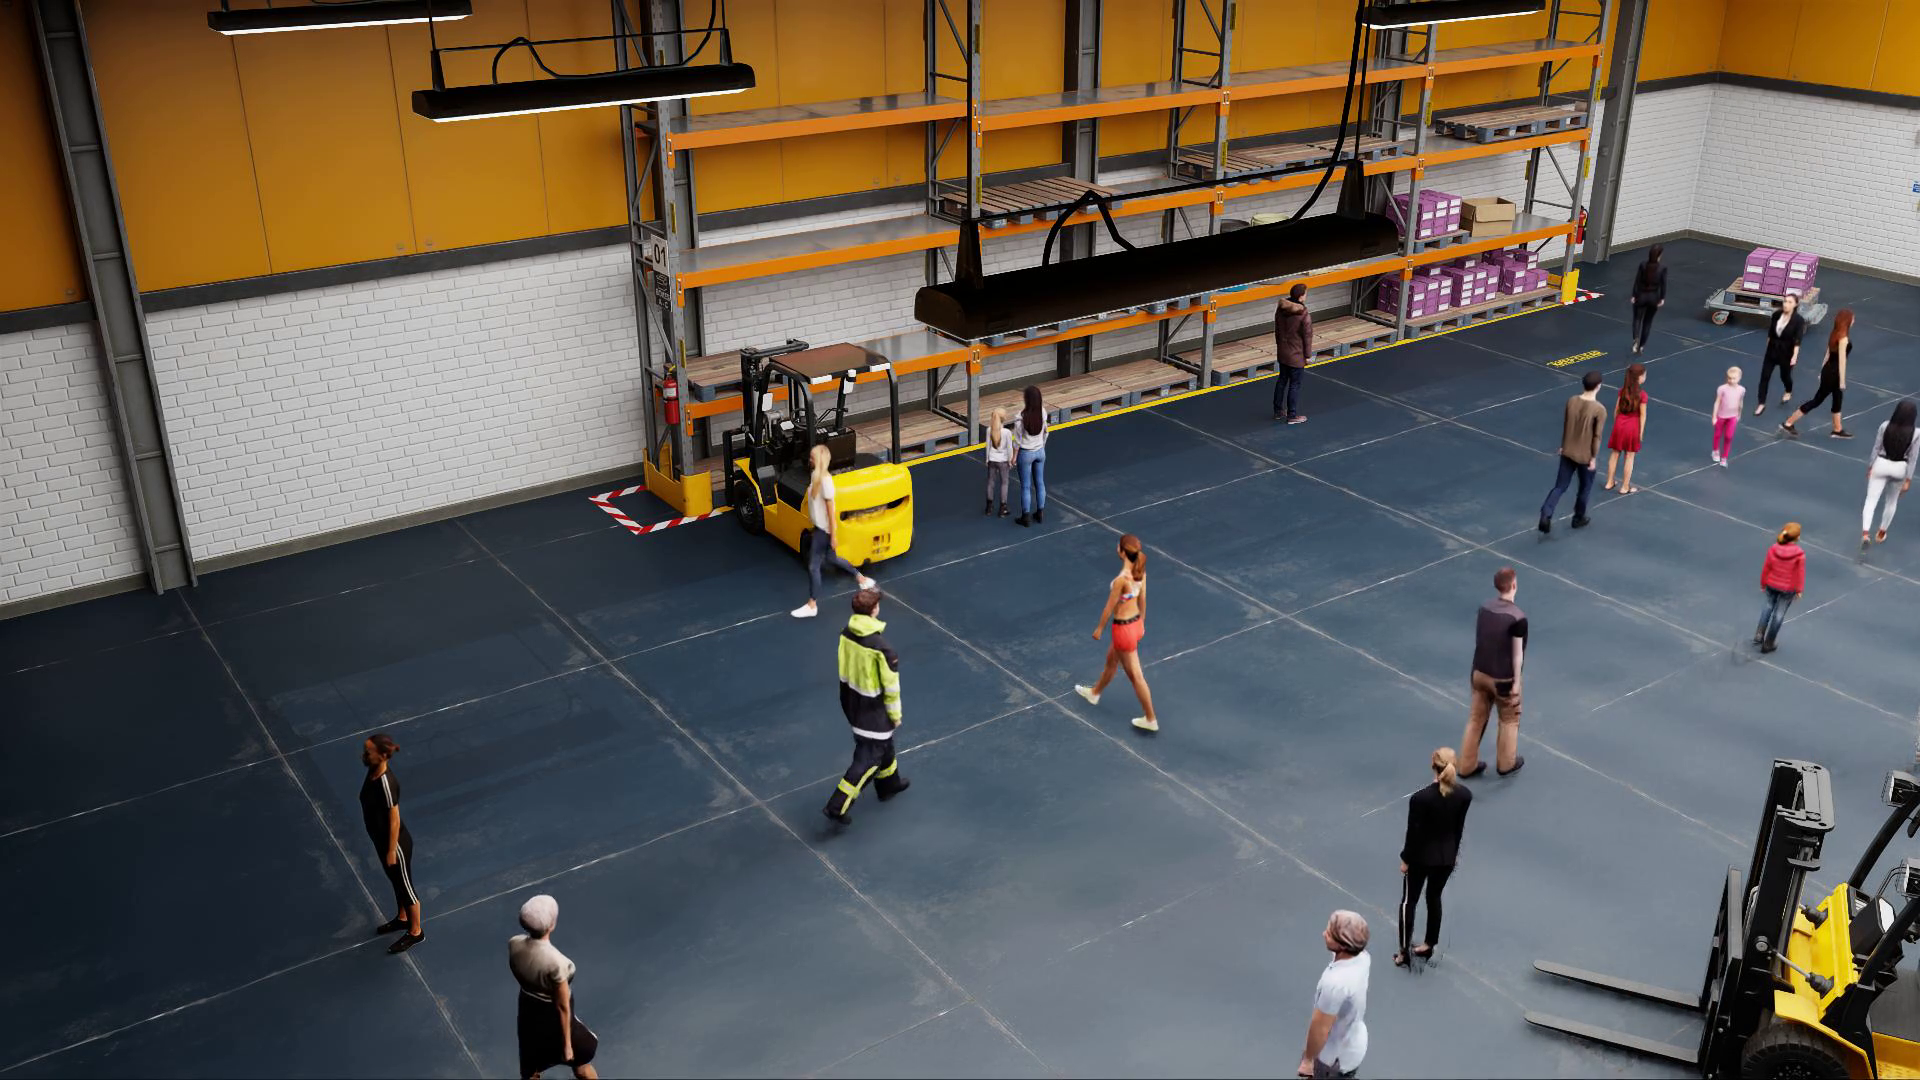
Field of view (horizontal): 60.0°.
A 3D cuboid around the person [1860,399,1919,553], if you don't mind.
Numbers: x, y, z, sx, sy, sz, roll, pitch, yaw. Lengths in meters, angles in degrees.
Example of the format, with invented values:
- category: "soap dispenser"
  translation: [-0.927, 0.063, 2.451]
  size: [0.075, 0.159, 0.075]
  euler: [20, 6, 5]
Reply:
- category: "person"
  translation: [9.971, -0.678, 17.884]
  size: [0.885, 1.699, 1.173]
  euler: [15, 28, 30]

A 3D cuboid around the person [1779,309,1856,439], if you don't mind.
- category: "person"
  translation: [10.935, -2.065, 21.074]
  size: [1.108, 1.685, 1.121]
  euler: [6, 24, 14]

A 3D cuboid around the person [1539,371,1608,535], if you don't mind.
- category: "person"
  translation: [6.741, -0.922, 18.240]
  size: [1.137, 1.859, 0.700]
  euler: [-19, 30, -37]

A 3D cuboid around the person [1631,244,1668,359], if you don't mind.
- category: "person"
  translation: [10.011, -3.468, 24.264]
  size: [0.726, 1.700, 0.779]
  euler: [12, 26, 26]

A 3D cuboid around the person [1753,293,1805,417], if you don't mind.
- category: "person"
  translation: [10.920, -2.460, 22.045]
  size: [1.074, 1.629, 0.667]
  euler: [-19, 30, -37]

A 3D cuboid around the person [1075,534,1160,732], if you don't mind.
- category: "person"
  translation: [1.503, 0.845, 14.346]
  size: [0.885, 1.741, 1.145]
  euler: [17, 29, 33]

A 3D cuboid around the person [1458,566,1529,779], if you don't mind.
- category: "person"
  translation: [4.351, 1.132, 13.616]
  size: [0.831, 1.800, 0.731]
  euler: [-9, 25, -19]

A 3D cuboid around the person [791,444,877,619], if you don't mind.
- category: "person"
  translation: [-1.249, -0.098, 16.450]
  size: [1.199, 1.785, 0.838]
  euler: [-7, 25, -15]

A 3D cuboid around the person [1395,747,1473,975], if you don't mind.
- category: "person"
  translation: [3.231, 2.196, 11.316]
  size: [0.612, 1.693, 0.755]
  euler: [-7, 25, -16]

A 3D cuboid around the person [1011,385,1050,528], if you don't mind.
- category: "person"
  translation: [0.801, -0.949, 18.582]
  size: [0.446, 1.635, 0.662]
  euler: [-15, 28, -30]

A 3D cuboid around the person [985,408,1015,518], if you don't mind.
- category: "person"
  translation: [0.433, -0.894, 18.905]
  size: [0.569, 1.277, 0.603]
  euler: [11, 26, 24]

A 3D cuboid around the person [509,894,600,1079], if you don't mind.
- category: "person"
  translation: [-2.473, 2.891, 9.691]
  size: [0.894, 1.719, 1.101]
  euler: [13, 27, 28]

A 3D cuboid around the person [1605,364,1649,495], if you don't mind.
- category: "person"
  translation: [7.833, -1.312, 19.517]
  size: [0.616, 1.551, 0.557]
  euler: [-18, 30, -36]

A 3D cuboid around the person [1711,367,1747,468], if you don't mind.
- category: "person"
  translation: [9.423, -1.549, 20.434]
  size: [0.763, 1.252, 0.860]
  euler: [4, 24, 10]

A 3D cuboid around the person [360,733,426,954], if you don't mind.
- category: "person"
  translation: [-3.975, 2.080, 11.612]
  size: [0.527, 1.667, 0.575]
  euler: [-15, 28, -31]

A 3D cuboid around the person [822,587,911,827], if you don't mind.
- category: "person"
  translation: [-0.761, 1.323, 12.994]
  size: [1.217, 1.947, 0.839]
  euler: [-19, 30, -37]

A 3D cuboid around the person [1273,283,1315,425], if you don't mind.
- category: "person"
  translation: [4.346, -2.453, 21.761]
  size: [0.632, 1.845, 0.739]
  euler: [-16, 28, -32]

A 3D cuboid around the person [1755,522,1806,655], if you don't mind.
- category: "person"
  translation: [7.737, 0.470, 15.746]
  size: [0.516, 1.307, 0.527]
  euler: [-18, 29, -35]

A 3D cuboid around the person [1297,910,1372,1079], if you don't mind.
- category: "person"
  translation: [2.238, 2.929, 9.483]
  size: [0.849, 1.817, 0.767]
  euler: [10, 26, 22]
